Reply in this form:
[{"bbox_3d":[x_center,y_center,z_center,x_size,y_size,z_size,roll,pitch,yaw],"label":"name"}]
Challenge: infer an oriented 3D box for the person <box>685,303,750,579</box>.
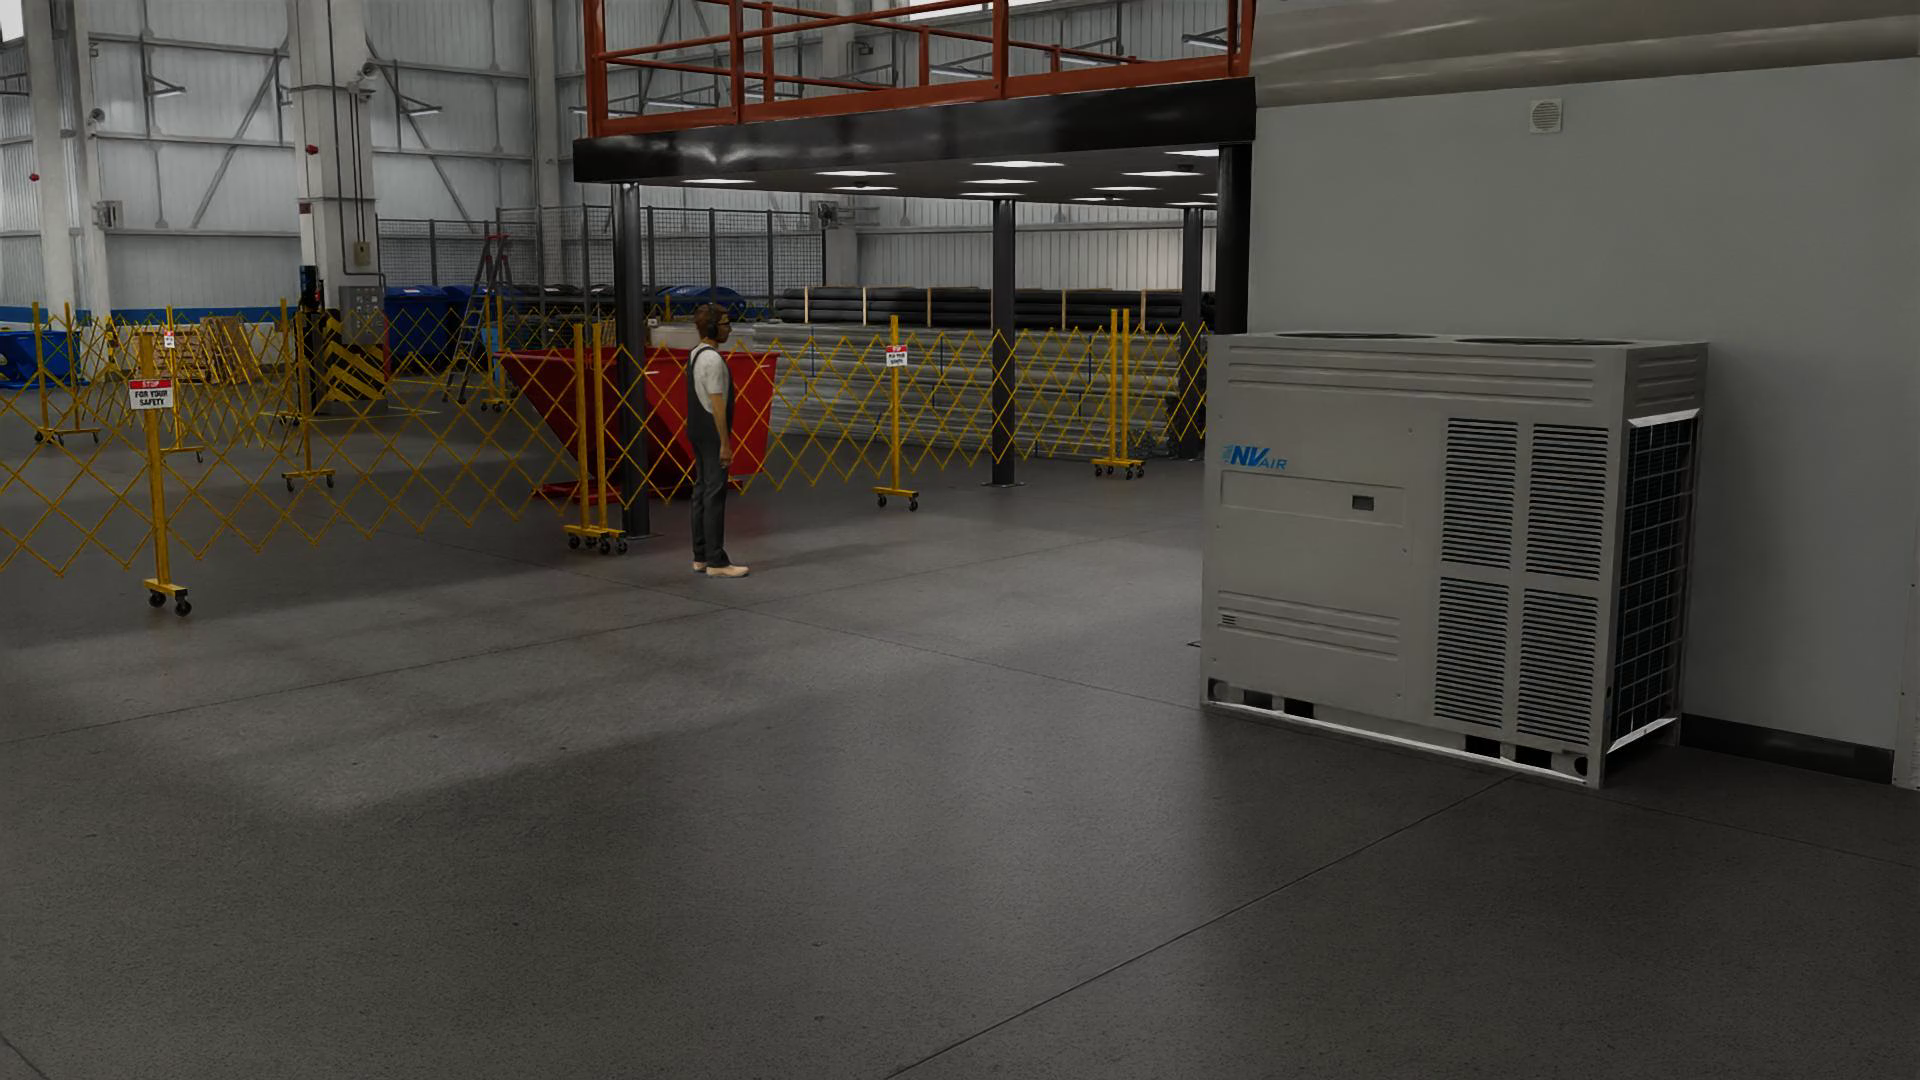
[{"bbox_3d":[-1.654,-0.662,11.171,0.345,1.846,0.508,-5,10,-27],"label":"person"}]
